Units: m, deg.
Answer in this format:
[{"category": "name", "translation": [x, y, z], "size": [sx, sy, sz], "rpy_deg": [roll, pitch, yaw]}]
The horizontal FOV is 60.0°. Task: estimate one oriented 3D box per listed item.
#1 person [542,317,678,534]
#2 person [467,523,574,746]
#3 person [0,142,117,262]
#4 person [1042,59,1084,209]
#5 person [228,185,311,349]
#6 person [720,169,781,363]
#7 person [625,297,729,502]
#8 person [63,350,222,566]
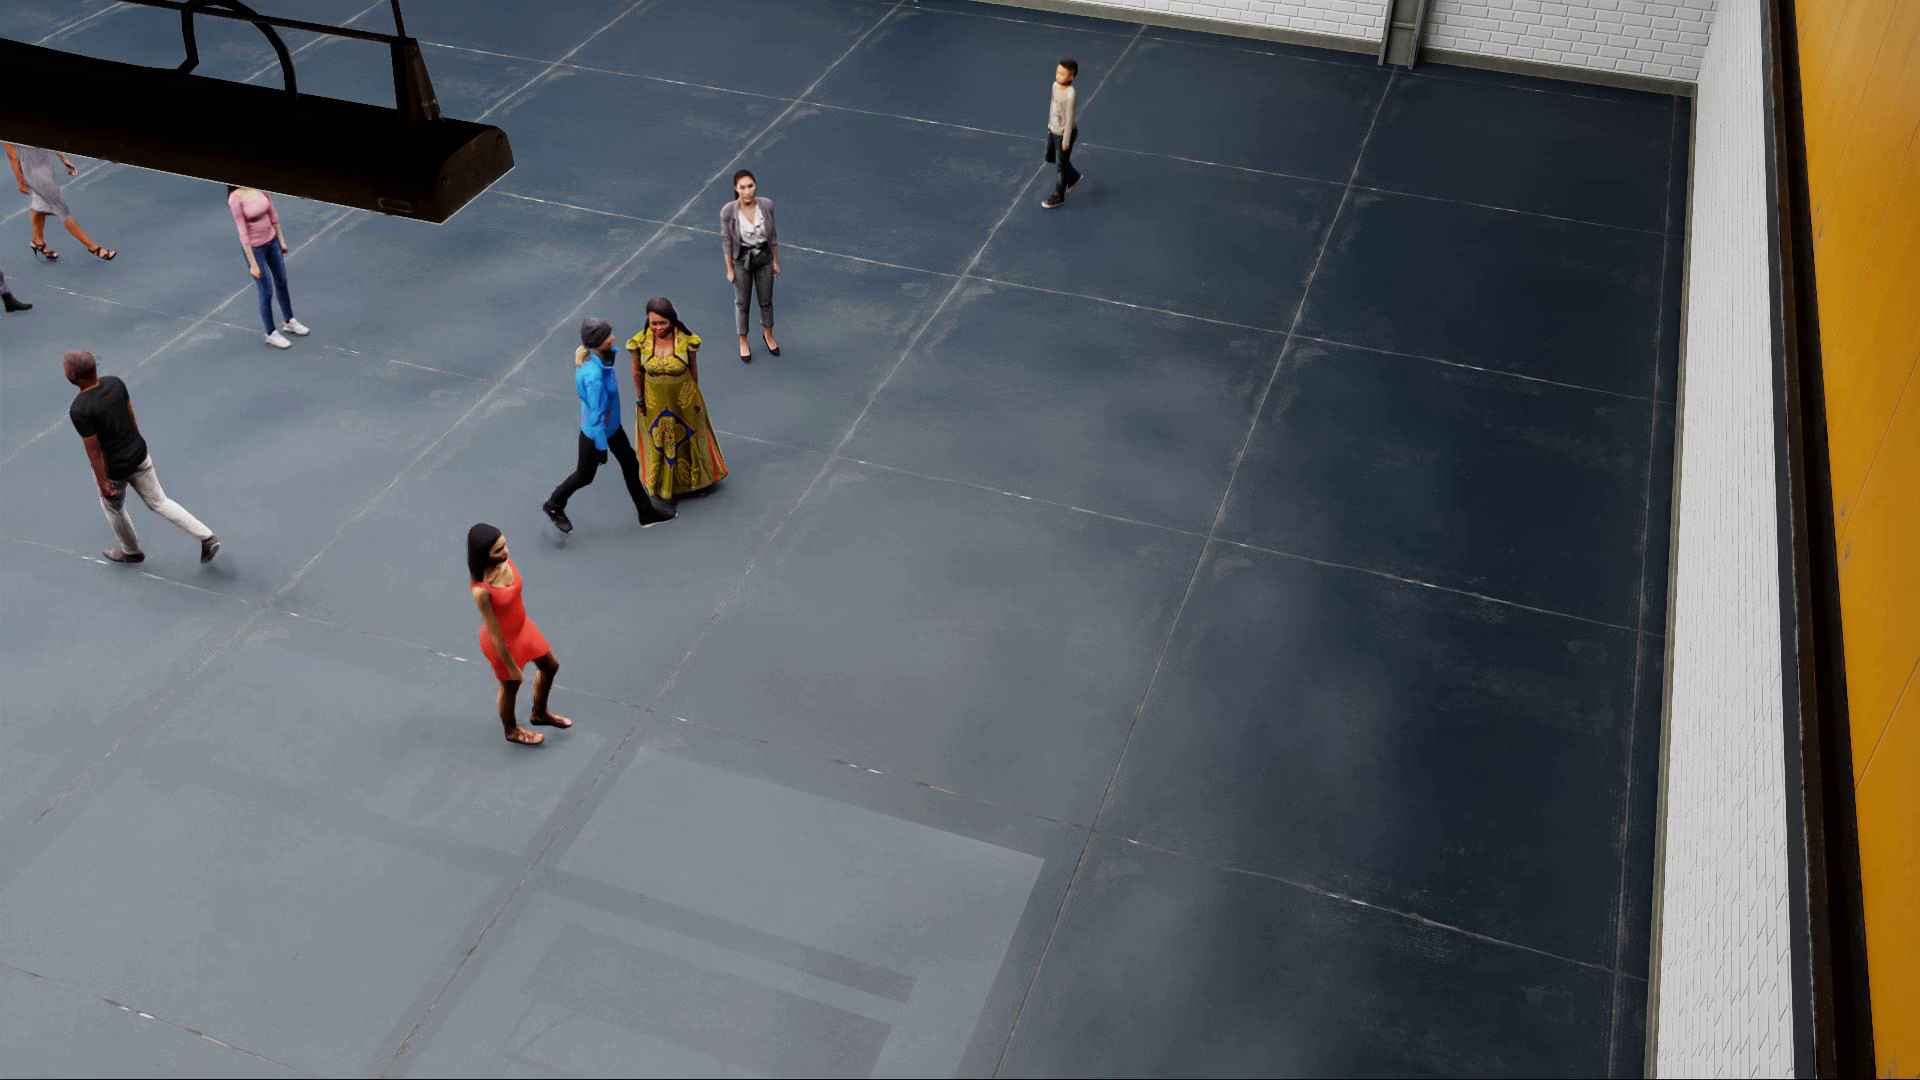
[{"category": "person", "translation": [-2.610, -0.750, 11.664], "size": [1.284, 1.759, 0.934], "rpy_deg": [0, 39, 1]}, {"category": "person", "translation": [-2.807, 0.598, 10.020], "size": [0.682, 1.704, 0.652], "rpy_deg": [5, 39, 7]}, {"category": "person", "translation": [-8.280, -3.246, 14.805], "size": [1.144, 1.740, 0.760], "rpy_deg": [4, 39, 5]}, {"category": "person", "translation": [1.027, -3.893, 15.841], "size": [0.841, 1.456, 0.781], "rpy_deg": [-16, 41, -19]}, {"category": "person", "translation": [-5.783, -2.421, 13.773], "size": [0.523, 1.739, 0.577], "rpy_deg": [16, 41, 19]}, {"category": "person", "translation": [-1.705, -2.259, 13.619], "size": [0.719, 1.678, 0.784], "rpy_deg": [-15, 41, -18]}, {"category": "person", "translation": [-2.113, -1.040, 12.105], "size": [0.951, 1.661, 1.058], "rpy_deg": [-8, 39, -10]}, {"category": "person", "translation": [-5.627, -0.495, 11.334], "size": [1.179, 1.773, 0.740], "rpy_deg": [10, 40, 12]}]
